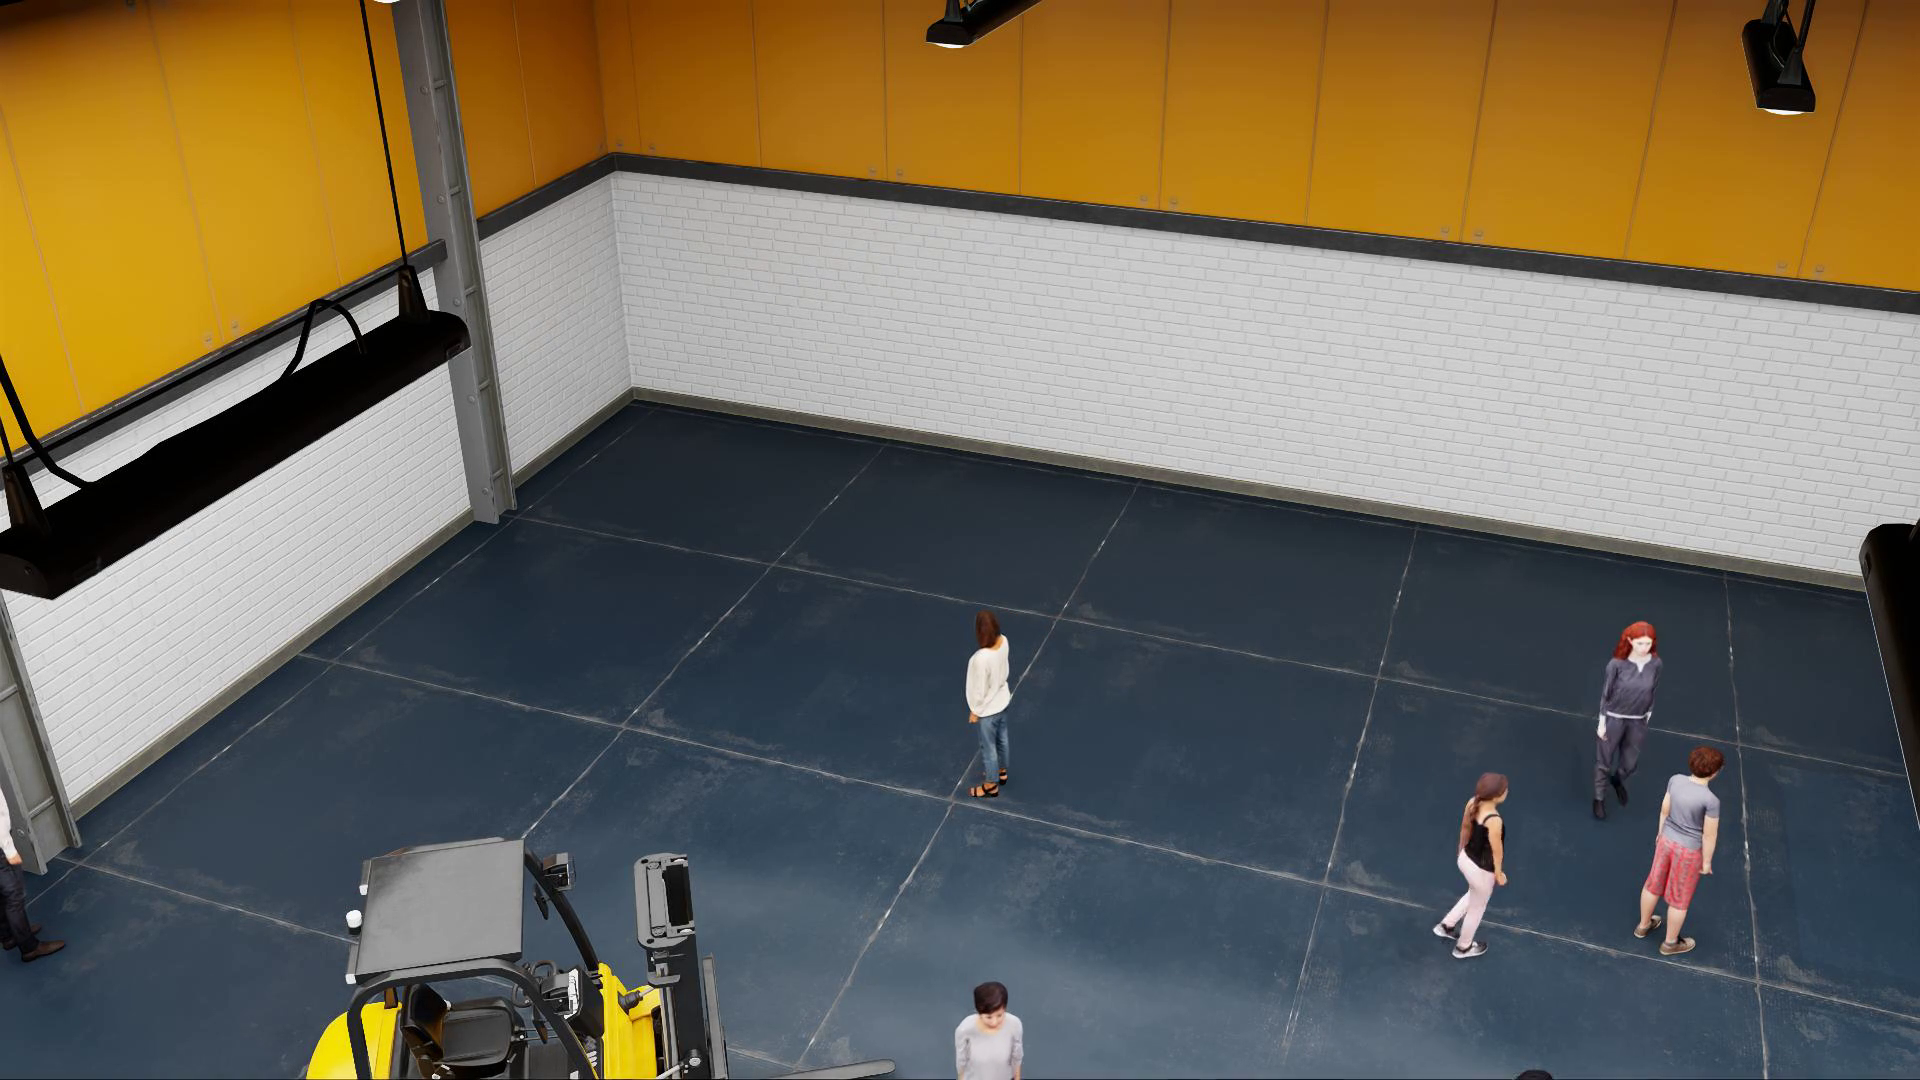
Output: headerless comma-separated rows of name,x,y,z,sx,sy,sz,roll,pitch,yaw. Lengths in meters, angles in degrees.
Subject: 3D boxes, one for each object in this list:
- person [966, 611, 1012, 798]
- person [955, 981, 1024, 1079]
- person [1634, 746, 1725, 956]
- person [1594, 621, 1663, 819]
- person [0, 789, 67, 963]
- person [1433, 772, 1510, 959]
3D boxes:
person,0.252,1.282,13.088,0.706,1.679,0.531,15,32,26
person,0.159,3.143,9.822,0.682,1.540,0.751,-3,29,-5
person,5.004,2.138,11.548,0.714,1.651,0.673,-16,32,-26
person,5.104,1.343,12.884,0.650,1.767,0.685,1,29,2
person,-6.648,2.085,11.420,0.721,1.867,0.653,20,35,33
person,3.512,2.258,11.432,0.714,1.552,0.667,-5,29,-10
